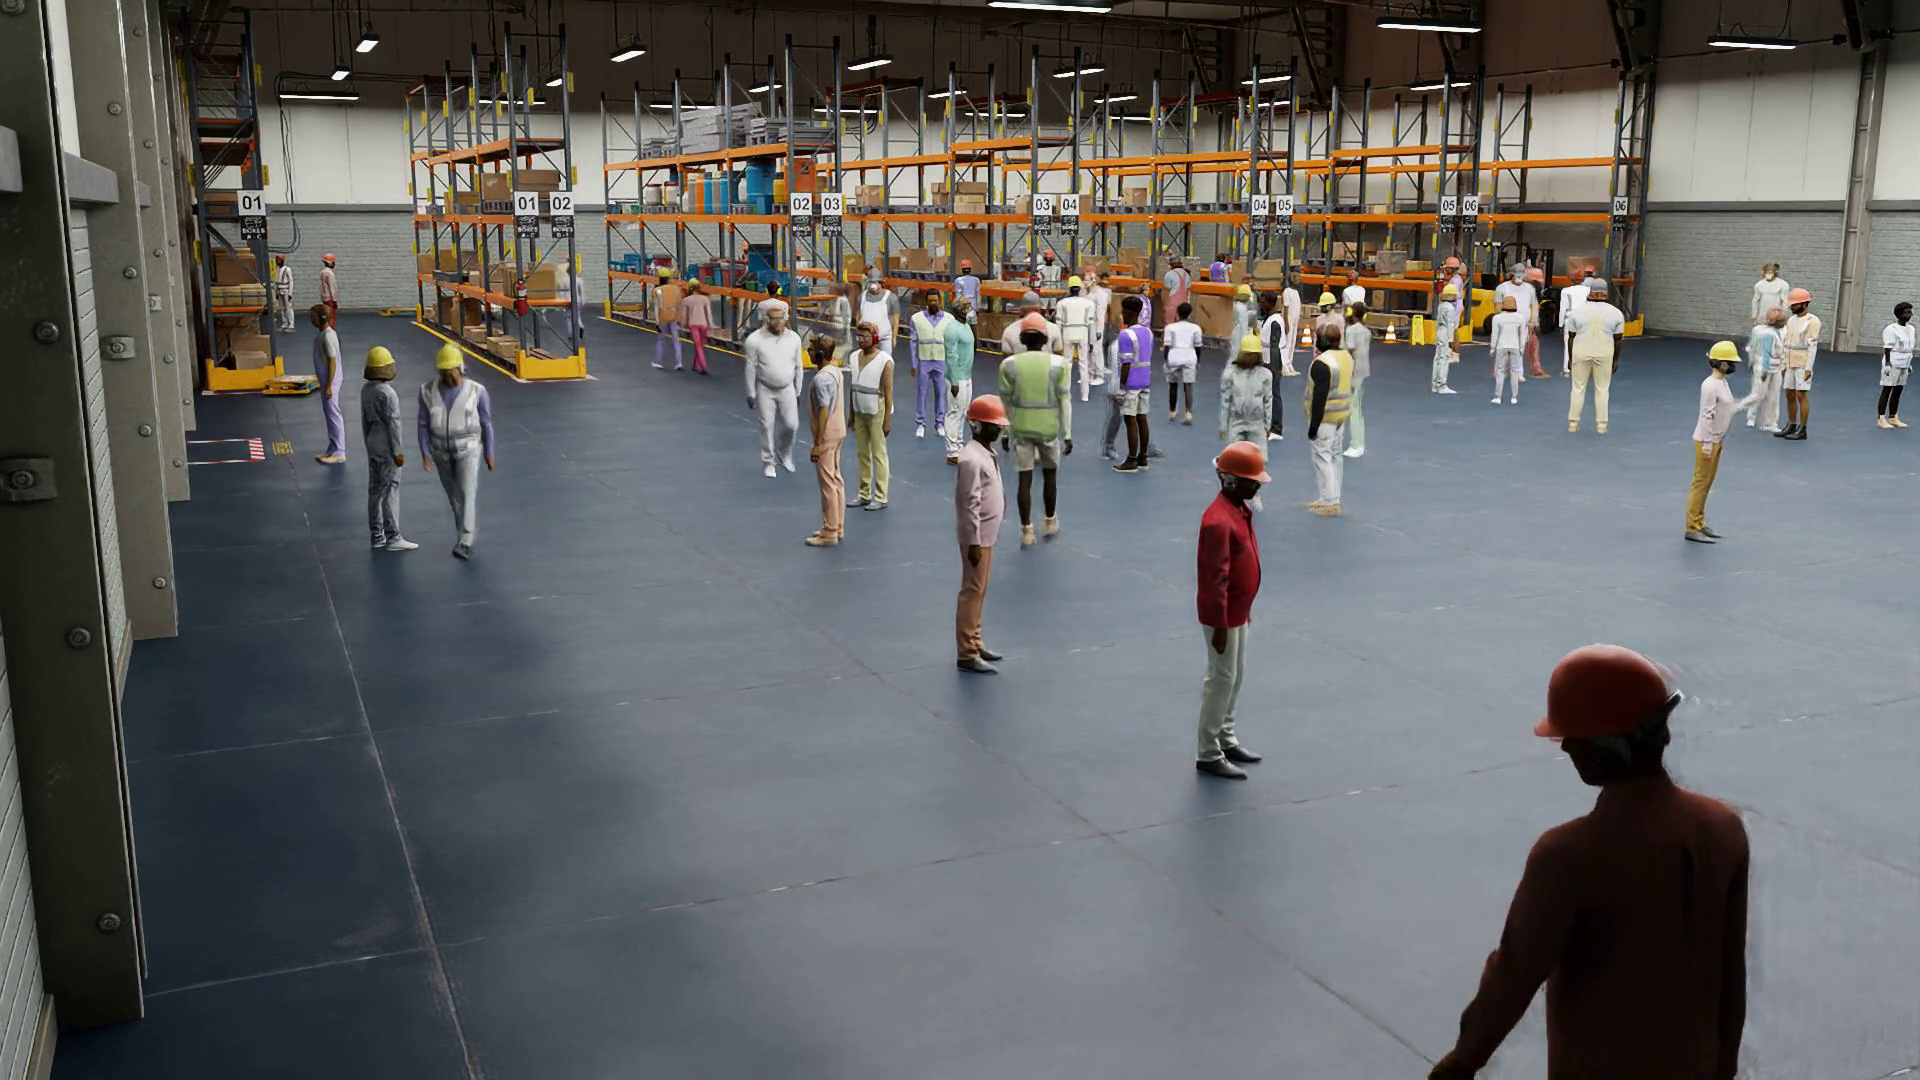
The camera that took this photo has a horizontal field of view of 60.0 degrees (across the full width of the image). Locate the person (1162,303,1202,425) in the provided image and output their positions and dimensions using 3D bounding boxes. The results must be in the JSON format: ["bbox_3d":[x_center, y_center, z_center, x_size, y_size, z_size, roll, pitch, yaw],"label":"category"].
[{"bbox_3d":[3.047,-2.421,22.829,0.568,1.642,0.896,0,11,2],"label":"person"}]

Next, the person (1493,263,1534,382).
[{"bbox_3d":[9.481,-3.715,28.413,0.681,2.000,0.538,0,11,-1],"label":"person"}]

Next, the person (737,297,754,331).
[{"bbox_3d":[-5.136,-5.793,39.694,0.342,1.773,0.541,10,15,41],"label":"person"}]

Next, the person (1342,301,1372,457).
[{"bbox_3d":[4.670,-1.906,19.771,0.383,1.829,0.711,9,14,38],"label":"person"}]

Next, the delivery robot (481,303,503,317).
[{"bbox_3d":[-12.525,-6.175,44.460,0.707,0.478,0.477,6,13,30],"label":"delivery robot"}]

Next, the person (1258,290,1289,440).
[{"bbox_3d":[3.982,-2.233,21.230,0.397,1.910,0.587,0,11,0],"label":"person"}]

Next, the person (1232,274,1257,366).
[{"bbox_3d":[4.844,-3.605,28.346,0.394,1.846,0.564,10,15,42],"label":"person"}]

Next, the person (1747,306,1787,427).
[{"bbox_3d":[10.911,-2.331,22.432,0.520,1.633,0.314,6,12,26],"label":"person"}]

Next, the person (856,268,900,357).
[{"bbox_3d":[-1.285,-3.136,25.469,0.684,2.000,0.536,3,12,15],"label":"person"}]

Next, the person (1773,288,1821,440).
[{"bbox_3d":[10.673,-2.240,21.226,0.391,1.923,0.554,-2,11,-10],"label":"person"}]

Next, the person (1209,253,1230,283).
[{"bbox_3d":[6.805,-6.579,43.481,0.429,1.843,0.627,-9,14,-39],"label":"person"}]

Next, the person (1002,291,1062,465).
[{"bbox_3d":[0.832,-1.906,19.216,0.679,2.000,1.017,3,11,13],"label":"person"}]

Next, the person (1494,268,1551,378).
[{"bbox_3d":[9.828,-3.772,28.984,0.953,1.937,0.625,2,11,11],"label":"person"}]

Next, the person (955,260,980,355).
[{"bbox_3d":[0.132,-4.694,33.658,0.547,1.934,0.376,-5,12,-22],"label":"person"}]

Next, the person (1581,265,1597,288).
[{"bbox_3d":[13.860,-5.181,36.629,0.380,1.737,0.576,-11,15,-43],"label":"person"}]

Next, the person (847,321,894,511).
[{"bbox_3d":[-0.856,-1.208,16.196,0.400,1.841,0.563,-11,15,-43],"label":"person"}]

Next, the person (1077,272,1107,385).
[{"bbox_3d":[2.202,-3.557,27.990,0.395,1.899,0.641,-6,13,-27],"label":"person"}]

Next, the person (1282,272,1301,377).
[{"bbox_3d":[5.853,-3.805,29.370,0.333,1.843,0.515,7,13,30],"label":"person"}]

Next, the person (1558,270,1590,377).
[{"bbox_3d":[10.825,-3.804,29.267,0.576,1.881,0.352,1,11,5],"label":"person"}]

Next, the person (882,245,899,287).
[{"bbox_3d":[-1.985,-7.275,46.612,0.613,2.003,0.976,-8,14,-35],"label":"person"}]

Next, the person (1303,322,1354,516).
[{"bbox_3d":[3.506,-1.157,15.931,0.429,1.843,0.633,9,14,38],"label":"person"}]

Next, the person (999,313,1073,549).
[{"bbox_3d":[0.673,-0.968,14.528,0.654,2.003,0.945,2,11,8],"label":"person"}]

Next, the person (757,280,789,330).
[{"bbox_3d":[-2.817,-3.000,25.215,0.520,1.871,0.335,3,11,13],"label":"person"}]

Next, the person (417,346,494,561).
[{"bbox_3d":[-4.225,-0.730,13.907,0.580,1.775,0.906,0,11,0],"label":"person"}]

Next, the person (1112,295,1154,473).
[{"bbox_3d":[1.924,-1.732,18.523,0.373,1.966,0.607,8,14,35],"label":"person"}]

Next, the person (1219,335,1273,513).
[{"bbox_3d":[2.716,-1.086,15.844,0.520,1.733,0.337,1,11,3],"label":"person"}]

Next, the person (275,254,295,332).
[{"bbox_3d":[-16.385,-5.977,40.305,0.579,1.882,0.342,8,14,35],"label":"person"}]

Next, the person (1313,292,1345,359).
[{"bbox_3d":[5.251,-2.653,23.751,0.342,1.756,0.534,-8,14,-35],"label":"person"}]

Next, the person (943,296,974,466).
[{"bbox_3d":[0.005,-1.825,19.067,0.373,1.940,0.628,3,12,15],"label":"person"}]

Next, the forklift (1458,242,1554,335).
[{"bbox_3d":[13.047,-6.049,39.881,2.313,2.155,1.214,-5,12,-23],"label":"forklift"}]

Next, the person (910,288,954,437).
[{"bbox_3d":[-0.352,-2.293,21.497,0.590,1.919,0.395,-2,11,-11],"label":"person"}]

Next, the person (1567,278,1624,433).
[{"bbox_3d":[8.330,-2.429,21.873,0.683,2.000,0.536,4,12,19],"label":"person"}]

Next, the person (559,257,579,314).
[{"bbox_3d":[-11.150,-7.301,47.465,0.581,1.708,0.591,6,12,26],"label":"person"}]

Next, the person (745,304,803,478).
[{"bbox_3d":[-2.015,-1.616,18.138,0.660,1.894,0.418,-4,12,-18],"label":"person"}]
